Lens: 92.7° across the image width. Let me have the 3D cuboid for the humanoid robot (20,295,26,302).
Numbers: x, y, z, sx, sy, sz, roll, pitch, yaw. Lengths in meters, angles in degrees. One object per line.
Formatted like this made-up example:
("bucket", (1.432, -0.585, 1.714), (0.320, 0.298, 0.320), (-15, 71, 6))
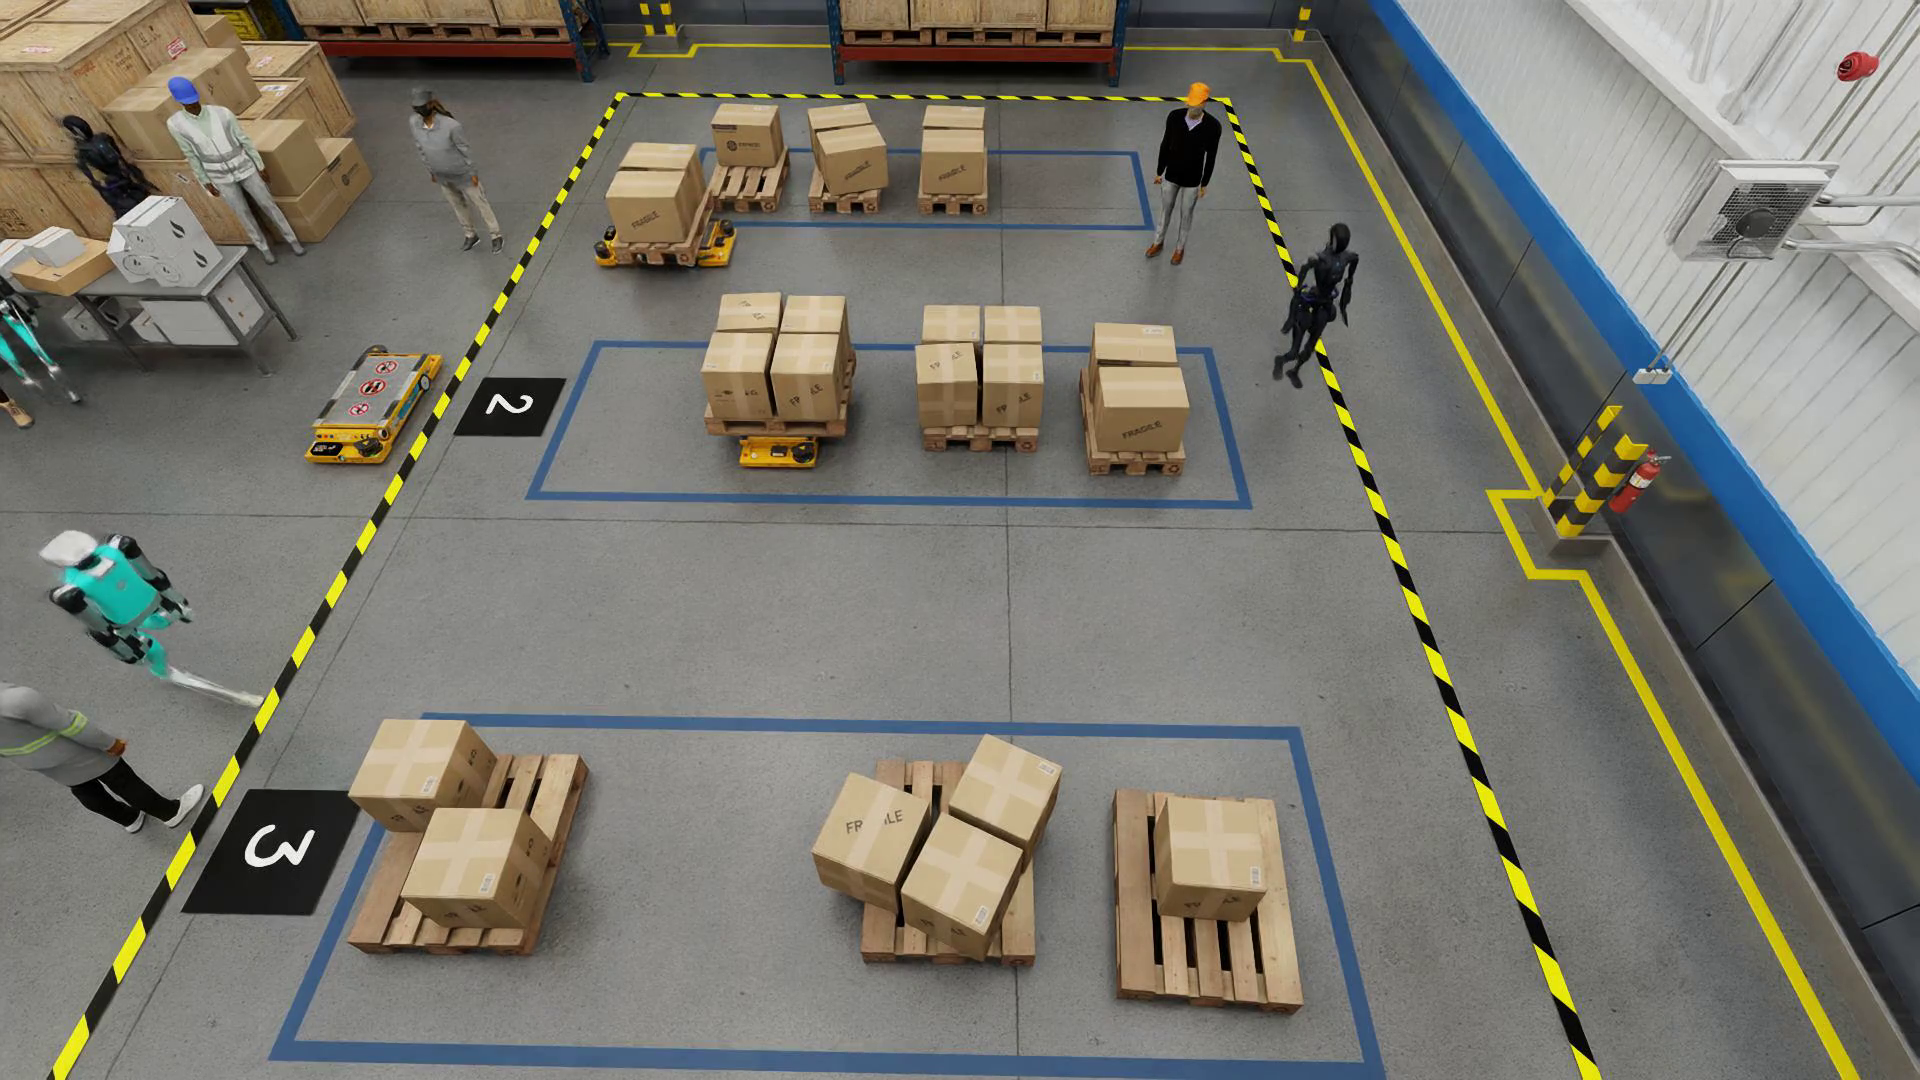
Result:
("humanoid robot", (-9.816, -2.944, 8.946), (0.745, 1.857, 0.538), (3, 50, 2))

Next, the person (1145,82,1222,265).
("person", (2.306, -3.773, 9.501), (0.588, 1.883, 0.363), (24, 54, 19))

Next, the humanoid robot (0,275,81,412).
("humanoid robot", (-8.309, -1.788, 7.962), (0.549, 1.861, 0.661), (-35, 58, -26))

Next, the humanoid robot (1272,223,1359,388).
("humanoid robot", (3.191, -2.066, 8.191), (0.600, 1.653, 0.368), (-9, 50, -7))

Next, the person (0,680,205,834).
("person", (-5.242, 1.174, 5.337), (0.596, 1.849, 0.388), (-4, 50, -3))

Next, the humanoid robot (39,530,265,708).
("humanoid robot", (-5.478, 0.544, 5.999), (1.066, 1.773, 0.531), (9, 50, 7))

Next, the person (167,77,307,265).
("person", (-7.526, -3.804, 9.495), (0.602, 1.939, 0.411), (-30, 56, -23))

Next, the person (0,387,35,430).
("person", (-8.707, -1.661, 7.622), (0.398, 2.035, 0.598), (31, 56, 24))

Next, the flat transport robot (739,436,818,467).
("flat transport robot", (-1.582, -1.235, 8.394), (0.652, 0.197, 1.431), (1, 50, 1))

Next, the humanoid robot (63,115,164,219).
("humanoid robot", (-8.584, -3.610, 9.519), (0.745, 1.628, 0.610), (2, 50, 1))

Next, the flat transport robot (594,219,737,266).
("flat transport robot", (-3.252, -3.306, 10.146), (1.431, 0.197, 0.652), (1, 50, 1))

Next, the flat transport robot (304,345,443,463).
("flat transport robot", (-5.383, -1.269, 8.441), (0.659, 0.231, 1.431), (1, 50, 1))

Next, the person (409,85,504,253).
("person", (-5.340, -3.893, 9.678), (0.568, 1.769, 0.397), (5, 50, 4))
